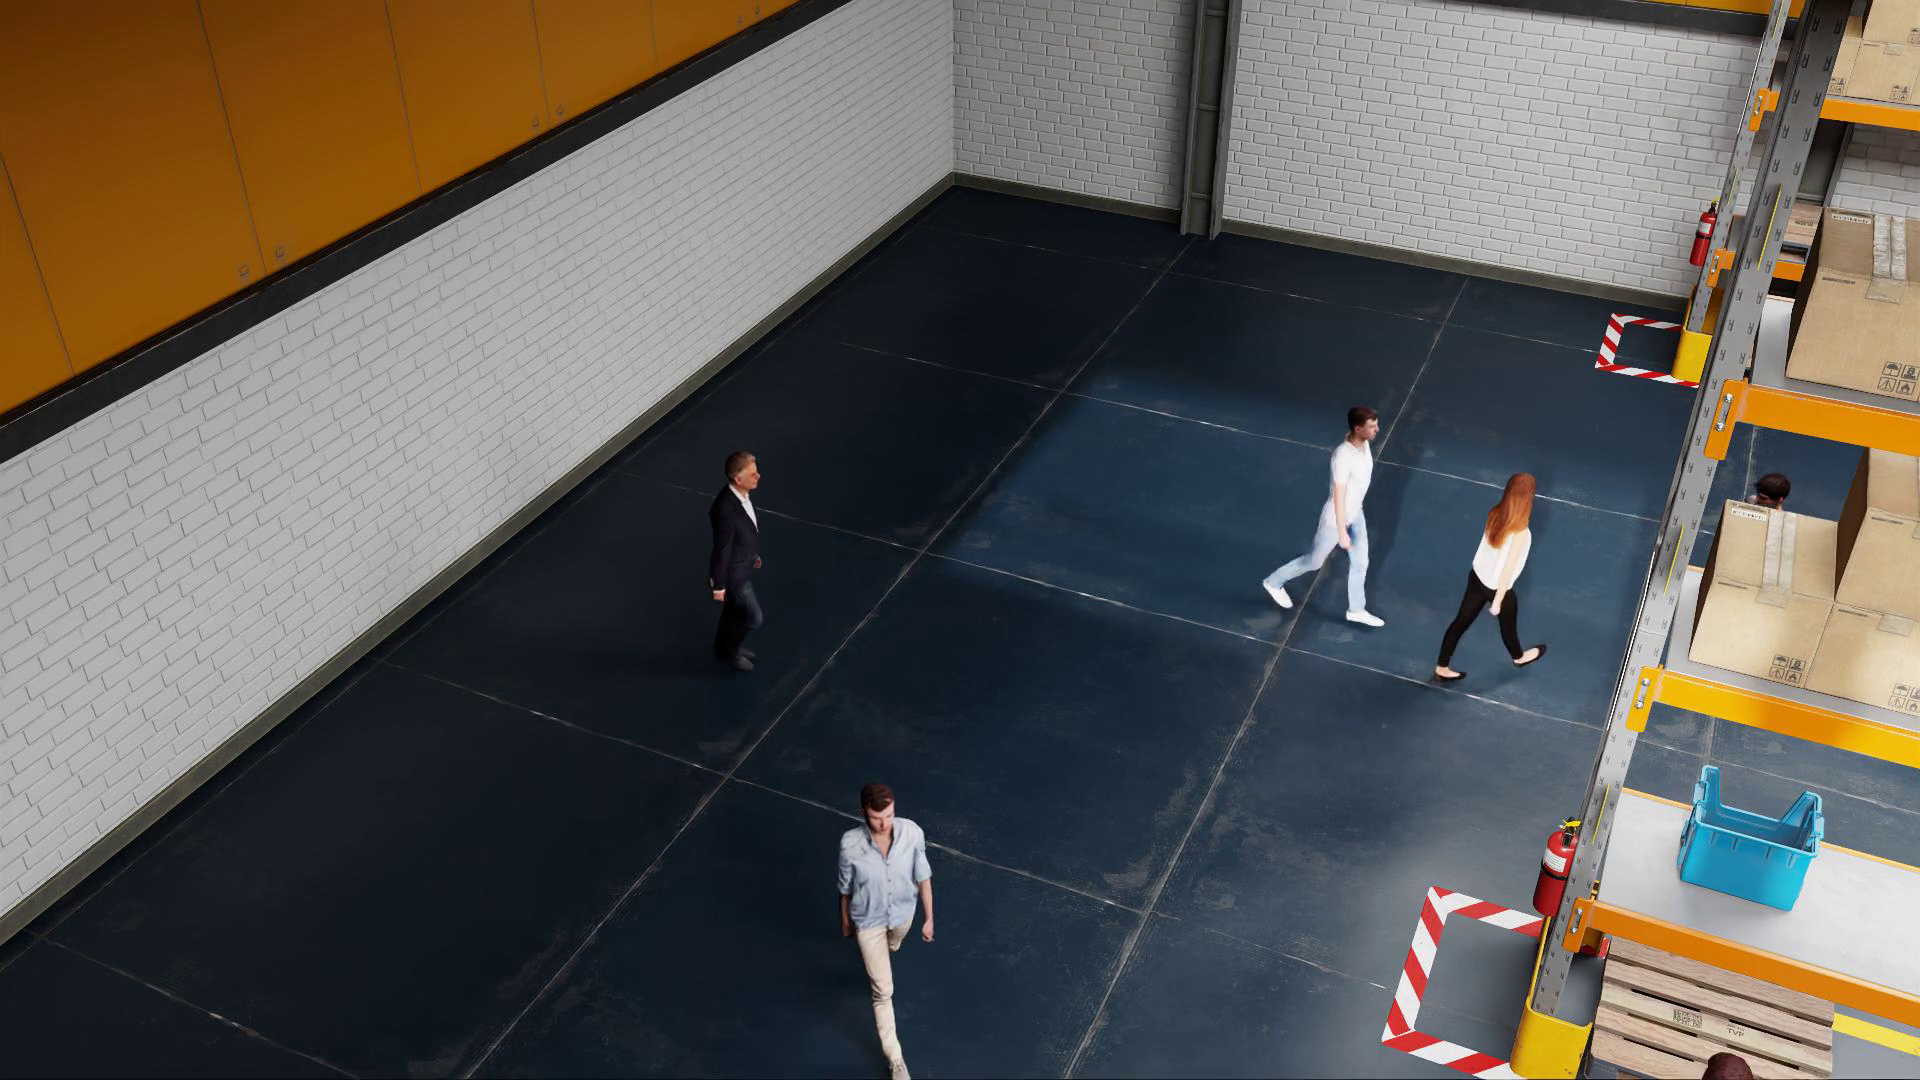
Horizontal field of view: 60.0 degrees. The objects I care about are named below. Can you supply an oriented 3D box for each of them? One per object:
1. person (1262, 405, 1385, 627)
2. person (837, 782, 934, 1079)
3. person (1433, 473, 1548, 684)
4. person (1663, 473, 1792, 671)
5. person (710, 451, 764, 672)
[{"bbox_3d":[2.719,-0.180,12.291,1.223,1.817,0.811,22,40,30],"label":"person"},{"bbox_3d":[-0.430,1.973,9.062,1.220,1.806,1.275,-11,35,-16],"label":"person"},{"bbox_3d":[3.651,0.330,11.655,1.136,1.672,1.048,-9,35,-13],"label":"person"},{"bbox_3d":[5.588,0.276,11.610,1.160,1.812,1.113,-10,35,-15],"label":"person"},{"bbox_3d":[-1.642,0.173,11.786,0.799,1.788,0.804,4,34,6],"label":"person"}]
